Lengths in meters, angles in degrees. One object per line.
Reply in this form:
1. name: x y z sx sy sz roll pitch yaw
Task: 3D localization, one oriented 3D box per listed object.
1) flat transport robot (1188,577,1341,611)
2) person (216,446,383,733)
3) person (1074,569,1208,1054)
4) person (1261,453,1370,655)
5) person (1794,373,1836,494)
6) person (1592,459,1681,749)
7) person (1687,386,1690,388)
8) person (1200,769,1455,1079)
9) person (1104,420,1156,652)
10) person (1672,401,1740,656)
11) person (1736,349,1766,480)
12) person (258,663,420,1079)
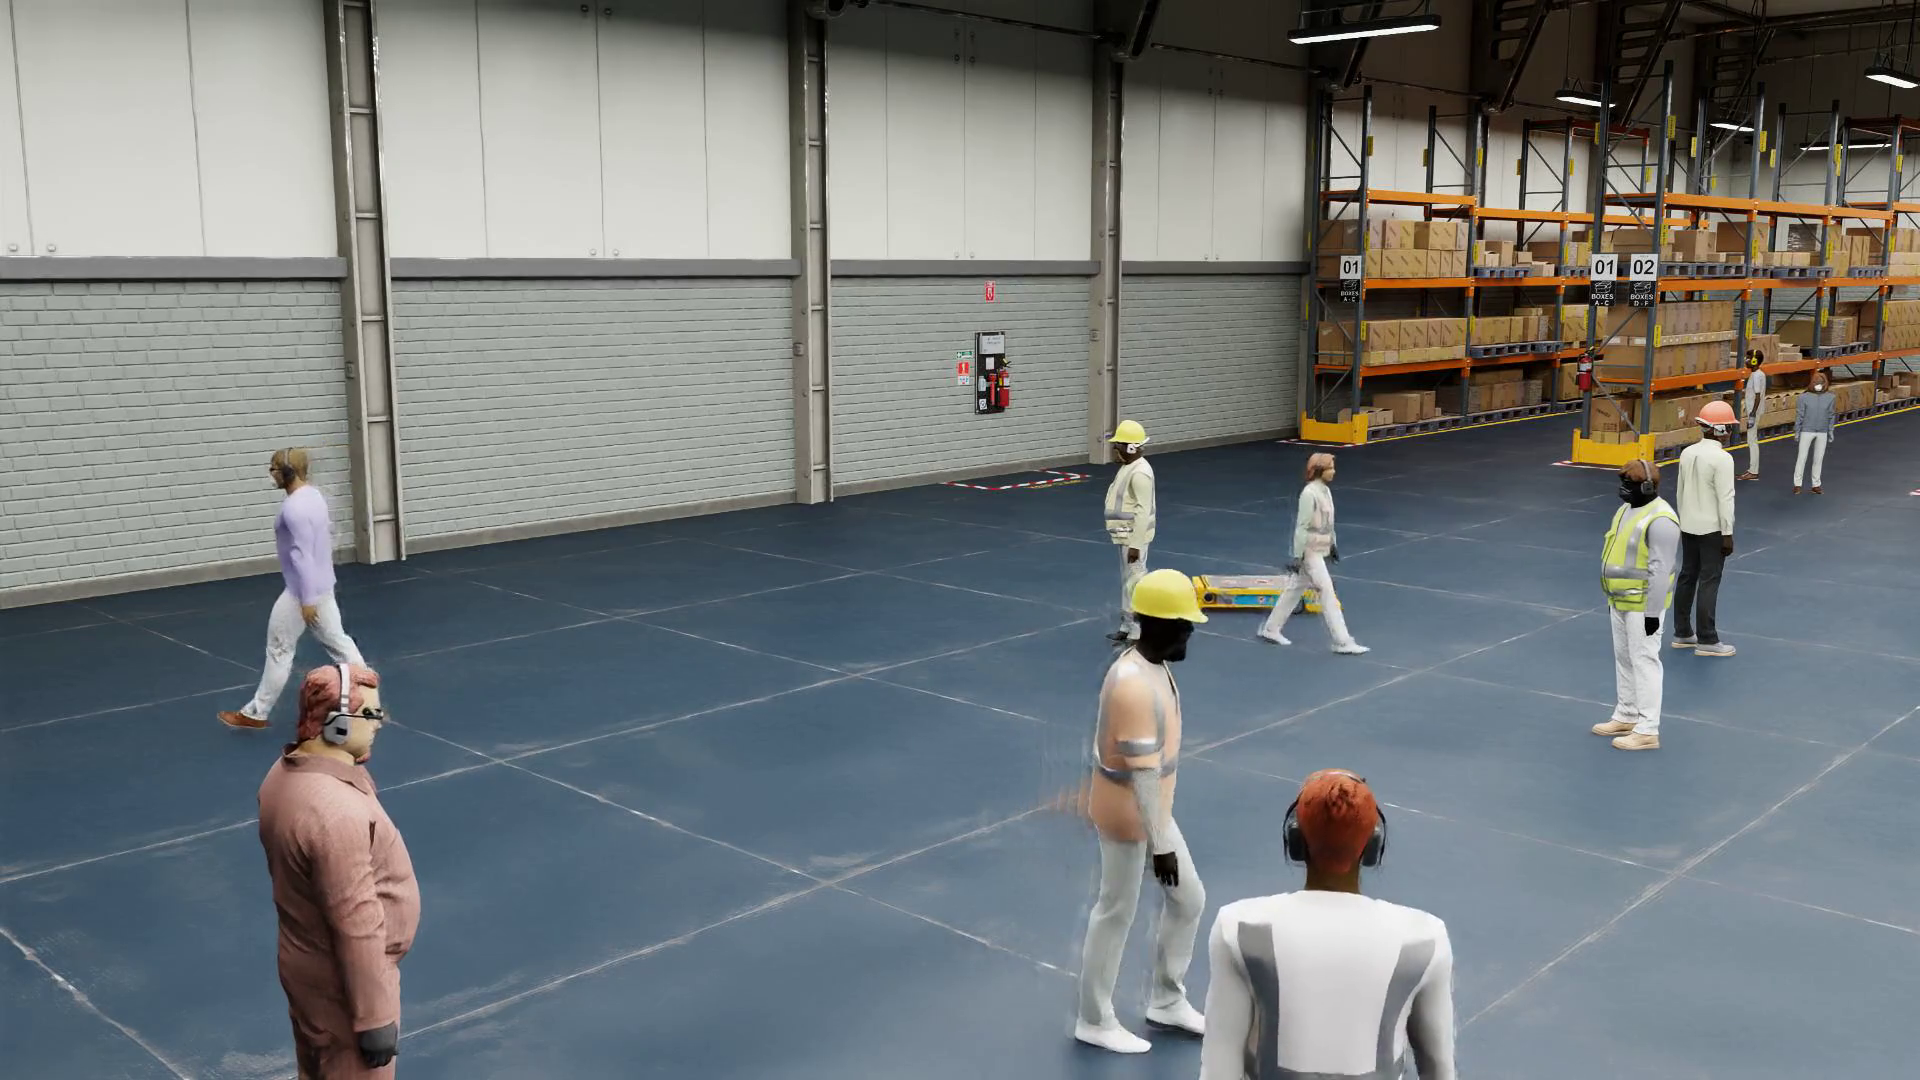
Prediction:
1. flat transport robot: 2.633 0.470 14.867 1.431 0.197 0.652 0 9 3
2. person: -4.315 0.325 10.858 1.039 1.882 0.655 -1 9 -8
3. person: 0.762 1.057 6.345 0.703 1.902 0.613 3 10 18
4. person: 2.795 0.097 13.135 0.900 1.589 0.532 4 10 25
5. person: 11.439 -1.422 22.261 0.507 1.631 0.278 1 9 7
6. person: 4.289 0.399 10.561 0.429 1.835 0.630 0 9 -1
7. person: 13.187 -2.793 30.615 0.280 1.633 0.503 -9 13 -43
8. person: 0.898 1.445 4.127 0.612 1.842 0.934 1 9 8
9. person: 1.341 -0.033 13.184 0.404 1.835 0.586 0 9 -3
10. person: 5.871 -0.094 13.065 0.378 1.995 0.609 -2 10 -11
11. person: 11.315 -1.784 23.755 0.309 1.868 0.534 5 10 27
12. person: -1.788 1.295 4.889 0.407 1.902 0.639 -7 12 -36
